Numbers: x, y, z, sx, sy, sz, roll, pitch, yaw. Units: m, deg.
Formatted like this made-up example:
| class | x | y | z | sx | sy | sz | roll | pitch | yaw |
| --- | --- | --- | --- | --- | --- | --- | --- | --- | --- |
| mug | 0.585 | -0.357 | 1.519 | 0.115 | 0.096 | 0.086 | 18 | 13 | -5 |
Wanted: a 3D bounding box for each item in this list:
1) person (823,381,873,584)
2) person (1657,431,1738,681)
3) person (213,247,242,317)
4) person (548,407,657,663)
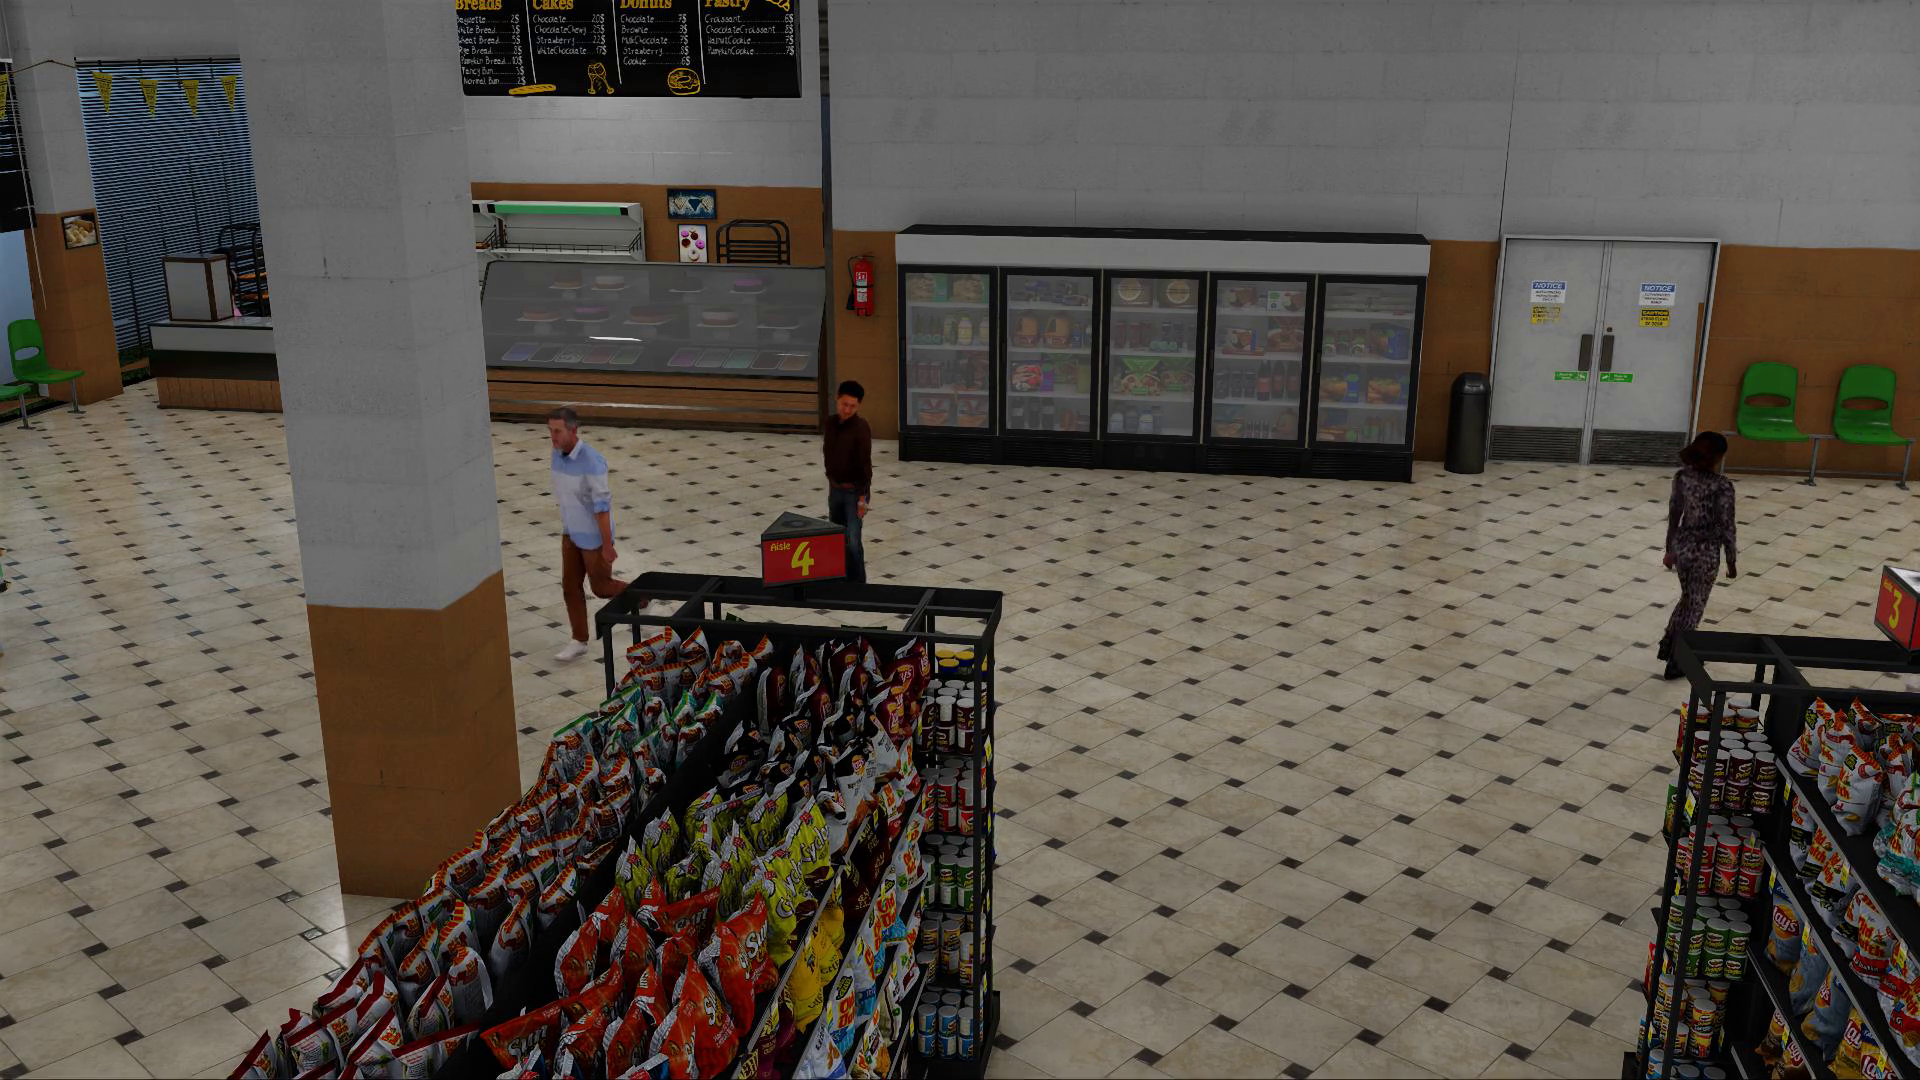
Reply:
| class | x | y | z | sx | sy | sz | roll | pitch | yaw |
| --- | --- | --- | --- | --- | --- | --- | --- | --- | --- |
| person | -0.835 | -0.358 | 12.551 | 0.881 | 1.736 | 0.891 | -11 | 20 | -32 |
| person | 4.821 | 0.126 | 11.011 | 0.774 | 1.704 | 0.710 | -8 | 19 | -25 |
| person | -8.866 | -2.675 | 20.173 | 0.679 | 1.741 | 0.506 | 0 | 17 | -1 |
| person | -2.513 | -0.061 | 11.506 | 0.993 | 1.775 | 1.192 | 13 | 21 | 36 |
